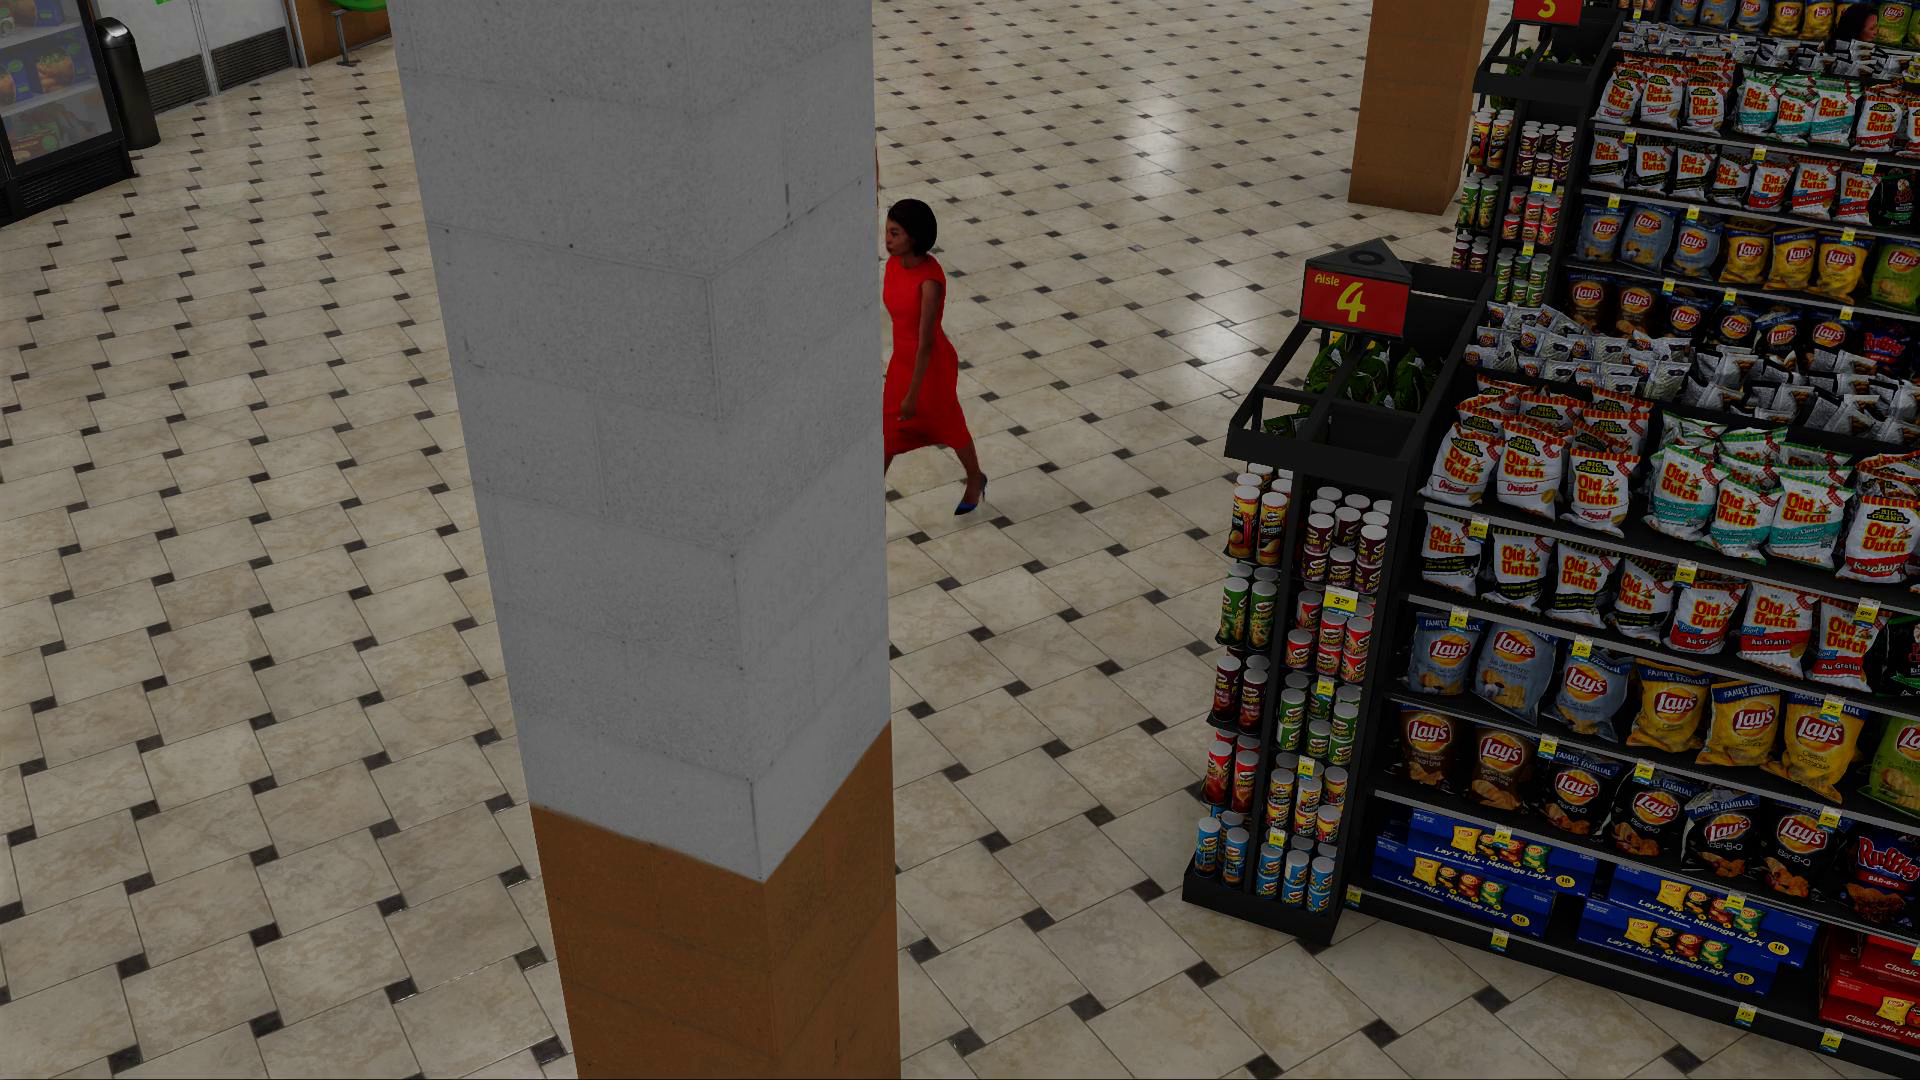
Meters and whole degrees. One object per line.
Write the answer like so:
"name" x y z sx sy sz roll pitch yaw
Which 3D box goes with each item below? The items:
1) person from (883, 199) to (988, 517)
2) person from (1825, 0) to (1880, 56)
"person" -0.097 -0.795 7.964 0.932 1.699 1.099 -26 40 -35
"person" 5.804 -2.875 11.414 0.981 1.586 0.791 26 40 35
